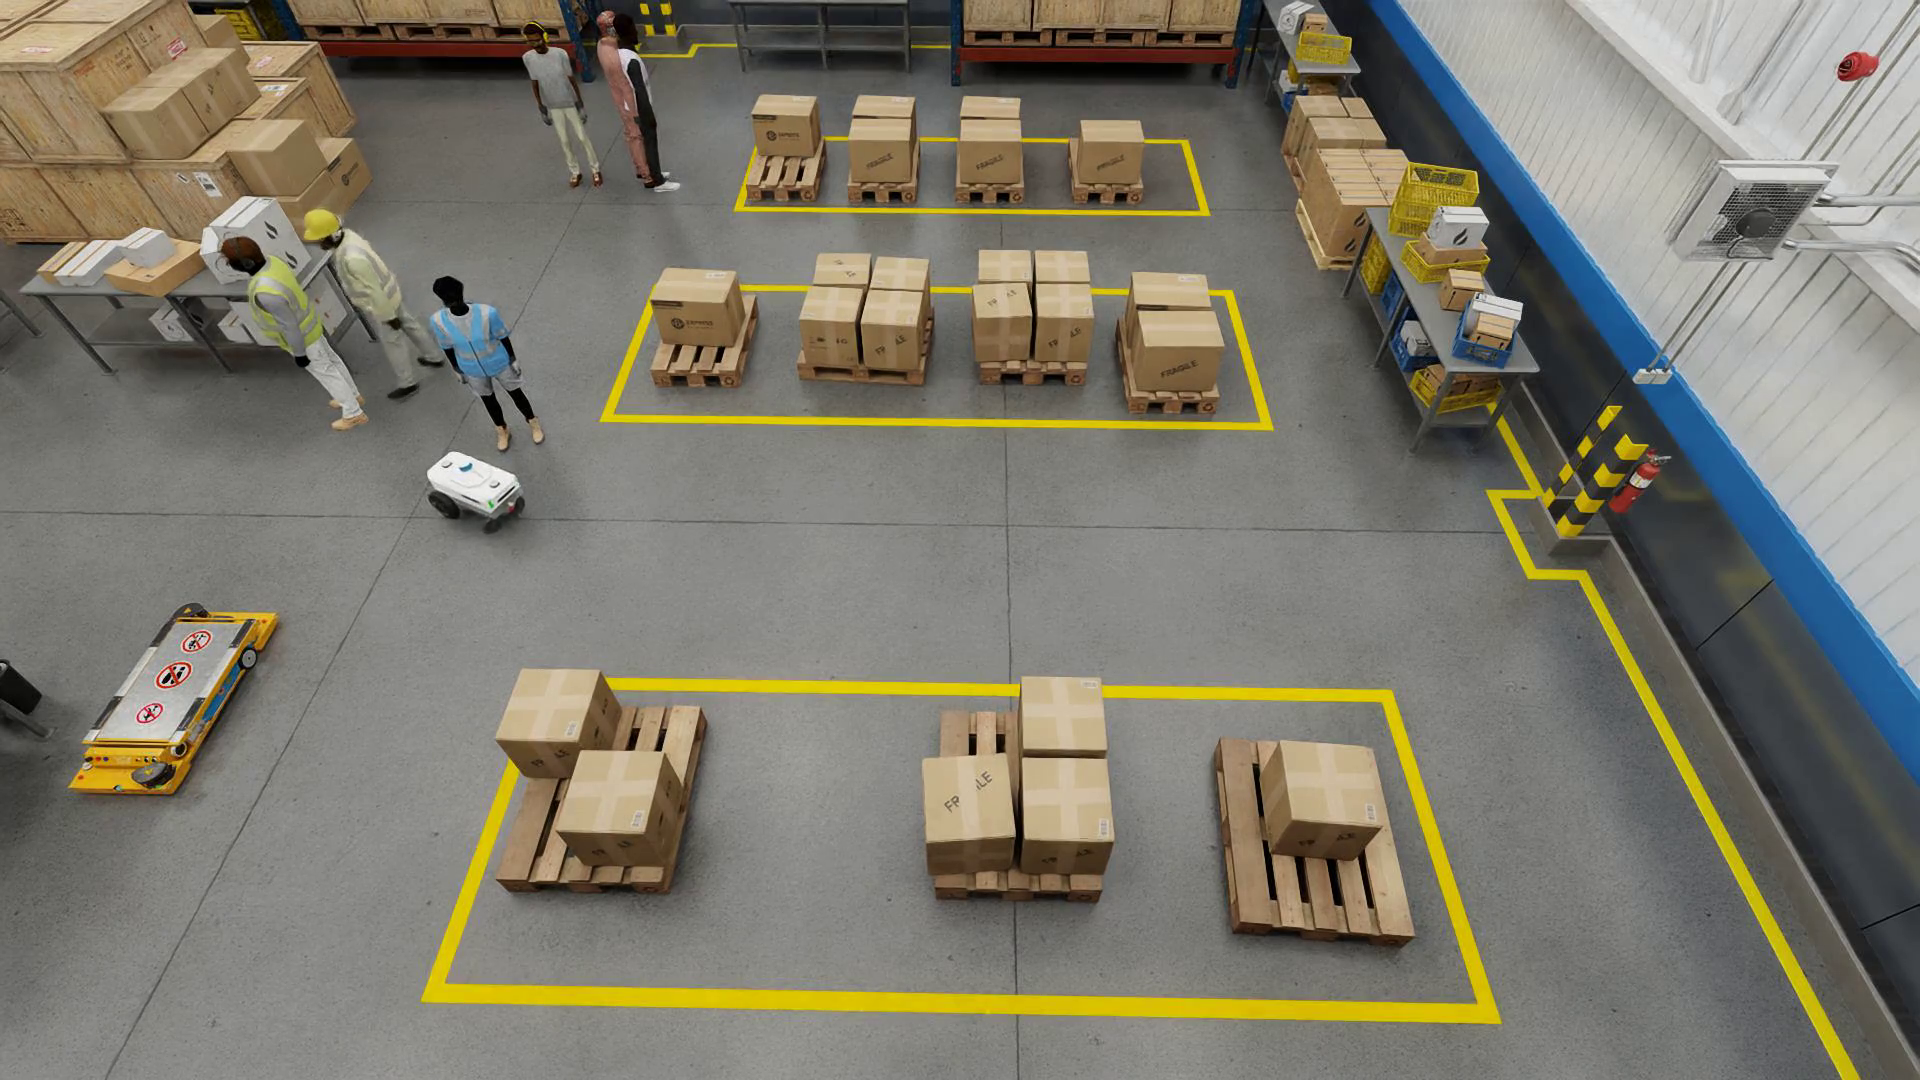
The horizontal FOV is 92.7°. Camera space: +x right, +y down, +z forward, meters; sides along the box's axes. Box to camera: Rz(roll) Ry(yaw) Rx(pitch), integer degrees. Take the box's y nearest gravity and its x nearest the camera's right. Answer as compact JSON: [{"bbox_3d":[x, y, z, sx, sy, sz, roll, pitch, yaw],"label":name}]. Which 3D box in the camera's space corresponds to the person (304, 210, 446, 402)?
[{"bbox_3d":[-5.230,-2.126,8.157,0.601,1.802,0.623,-25,54,-19],"label":"person"}]

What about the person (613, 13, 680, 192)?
[{"bbox_3d":[-3.663,-4.966,10.480,0.375,1.917,0.592,-25,54,-20],"label":"person"}]

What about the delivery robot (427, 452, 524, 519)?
[{"bbox_3d":[-3.964,-0.464,7.498,0.707,0.478,0.477,20,53,16],"label":"delivery robot"}]

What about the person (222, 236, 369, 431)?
[{"bbox_3d":[-5.639,-1.749,7.808,0.429,1.844,0.624,-19,52,-16],"label":"person"}]

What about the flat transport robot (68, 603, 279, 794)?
[{"bbox_3d":[-5.504,1.072,6.442,0.652,0.197,1.431,1,50,1],"label":"flat transport robot"}]

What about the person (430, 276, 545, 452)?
[{"bbox_3d":[-3.955,-1.456,7.653,0.541,1.696,0.315,-14,51,-11],"label":"person"}]

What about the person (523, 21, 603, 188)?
[{"bbox_3d":[-4.567,-4.967,10.524,0.516,1.860,0.339,-7,50,-6],"label":"person"}]

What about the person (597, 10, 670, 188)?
[{"bbox_3d":[-3.787,-5.042,10.549,0.408,1.913,0.642,-23,53,-18],"label":"person"}]
